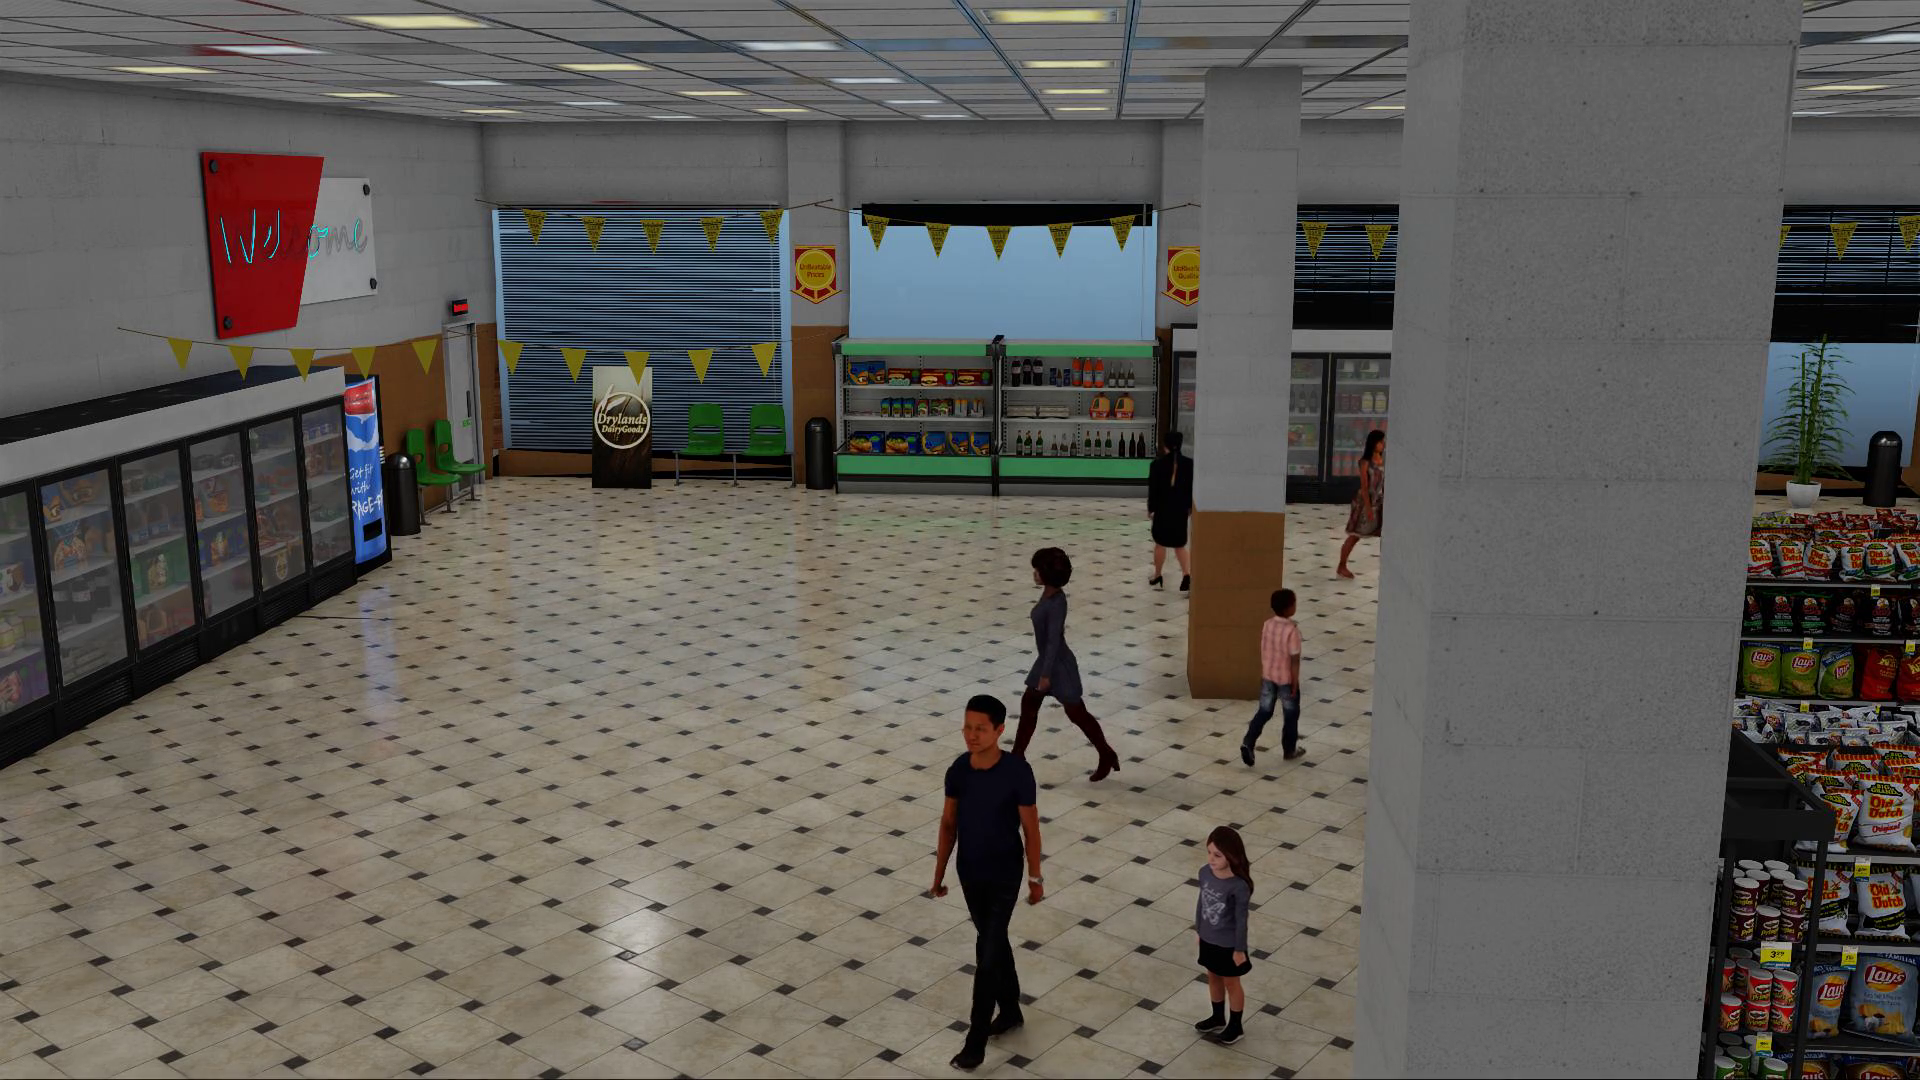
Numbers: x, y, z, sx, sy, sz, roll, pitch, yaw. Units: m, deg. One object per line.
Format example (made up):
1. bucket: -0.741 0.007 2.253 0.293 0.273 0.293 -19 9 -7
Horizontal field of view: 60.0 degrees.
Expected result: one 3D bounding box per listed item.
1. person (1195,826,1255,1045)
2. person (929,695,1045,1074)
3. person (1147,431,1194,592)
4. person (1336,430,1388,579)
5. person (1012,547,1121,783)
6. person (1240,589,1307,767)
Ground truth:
1. person: 1.285 1.901 8.078 0.588 1.103 0.537 -8 14 -35
2. person: 0.201 1.579 7.994 1.001 1.768 1.003 9 15 36
3. person: 2.193 -0.272 17.058 0.962 1.656 0.958 -3 12 -16
4. person: 4.229 -0.323 17.446 1.133 1.594 1.141 -8 14 -35
5. person: 0.748 0.909 11.426 1.163 1.665 0.765 -2 12 -8
6. person: 2.251 0.991 11.934 0.872 1.295 0.846 -11 16 -42
